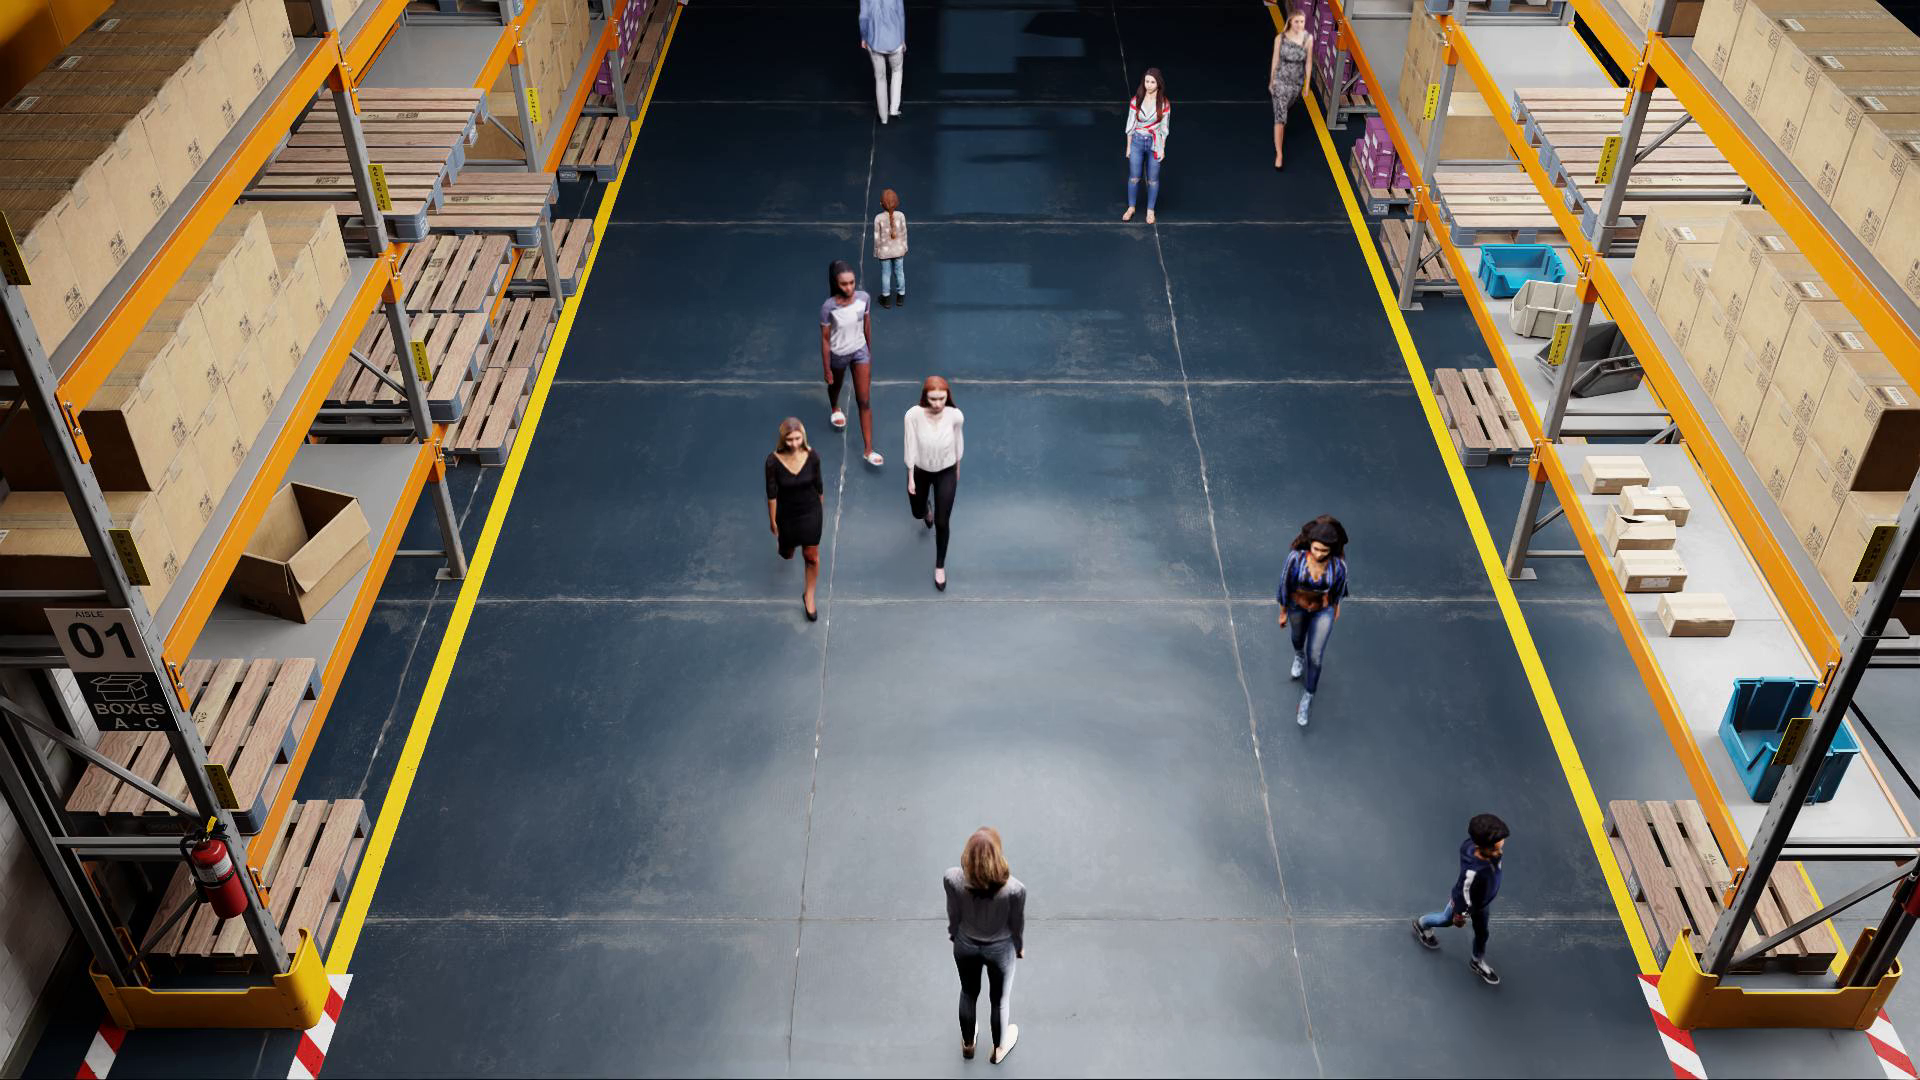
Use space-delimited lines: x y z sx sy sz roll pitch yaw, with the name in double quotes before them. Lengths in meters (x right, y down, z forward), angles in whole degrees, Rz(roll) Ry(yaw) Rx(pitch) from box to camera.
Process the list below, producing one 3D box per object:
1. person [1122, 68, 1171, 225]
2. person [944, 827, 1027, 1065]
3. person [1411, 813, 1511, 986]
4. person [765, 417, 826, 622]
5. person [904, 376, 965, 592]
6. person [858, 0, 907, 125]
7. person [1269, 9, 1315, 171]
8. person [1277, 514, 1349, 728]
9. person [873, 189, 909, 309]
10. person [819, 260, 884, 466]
"person" 1.891 -3.997 16.832 0.634 1.614 0.590 9 39 11
"person" 0.135 2.188 8.941 0.640 1.795 0.604 9 40 12
"person" 2.917 2.021 9.623 0.813 1.207 0.899 -28 46 -30
"person" -1.187 -0.208 12.052 0.726 1.658 0.987 -11 40 -13
"person" -0.217 -0.502 12.355 0.601 1.739 1.005 -2 39 -2
"person" -0.840 -5.517 18.527 0.666 1.874 0.617 1 39 1
"person" 3.540 -4.944 17.985 0.587 1.655 1.132 0 39 0
"person" 2.385 0.435 11.315 0.807 1.573 1.047 12 40 15
"person" -0.649 -2.732 15.585 0.530 1.194 0.532 -9 40 -11
"person" -0.962 -1.529 13.699 0.974 1.667 1.303 -15 41 -18
